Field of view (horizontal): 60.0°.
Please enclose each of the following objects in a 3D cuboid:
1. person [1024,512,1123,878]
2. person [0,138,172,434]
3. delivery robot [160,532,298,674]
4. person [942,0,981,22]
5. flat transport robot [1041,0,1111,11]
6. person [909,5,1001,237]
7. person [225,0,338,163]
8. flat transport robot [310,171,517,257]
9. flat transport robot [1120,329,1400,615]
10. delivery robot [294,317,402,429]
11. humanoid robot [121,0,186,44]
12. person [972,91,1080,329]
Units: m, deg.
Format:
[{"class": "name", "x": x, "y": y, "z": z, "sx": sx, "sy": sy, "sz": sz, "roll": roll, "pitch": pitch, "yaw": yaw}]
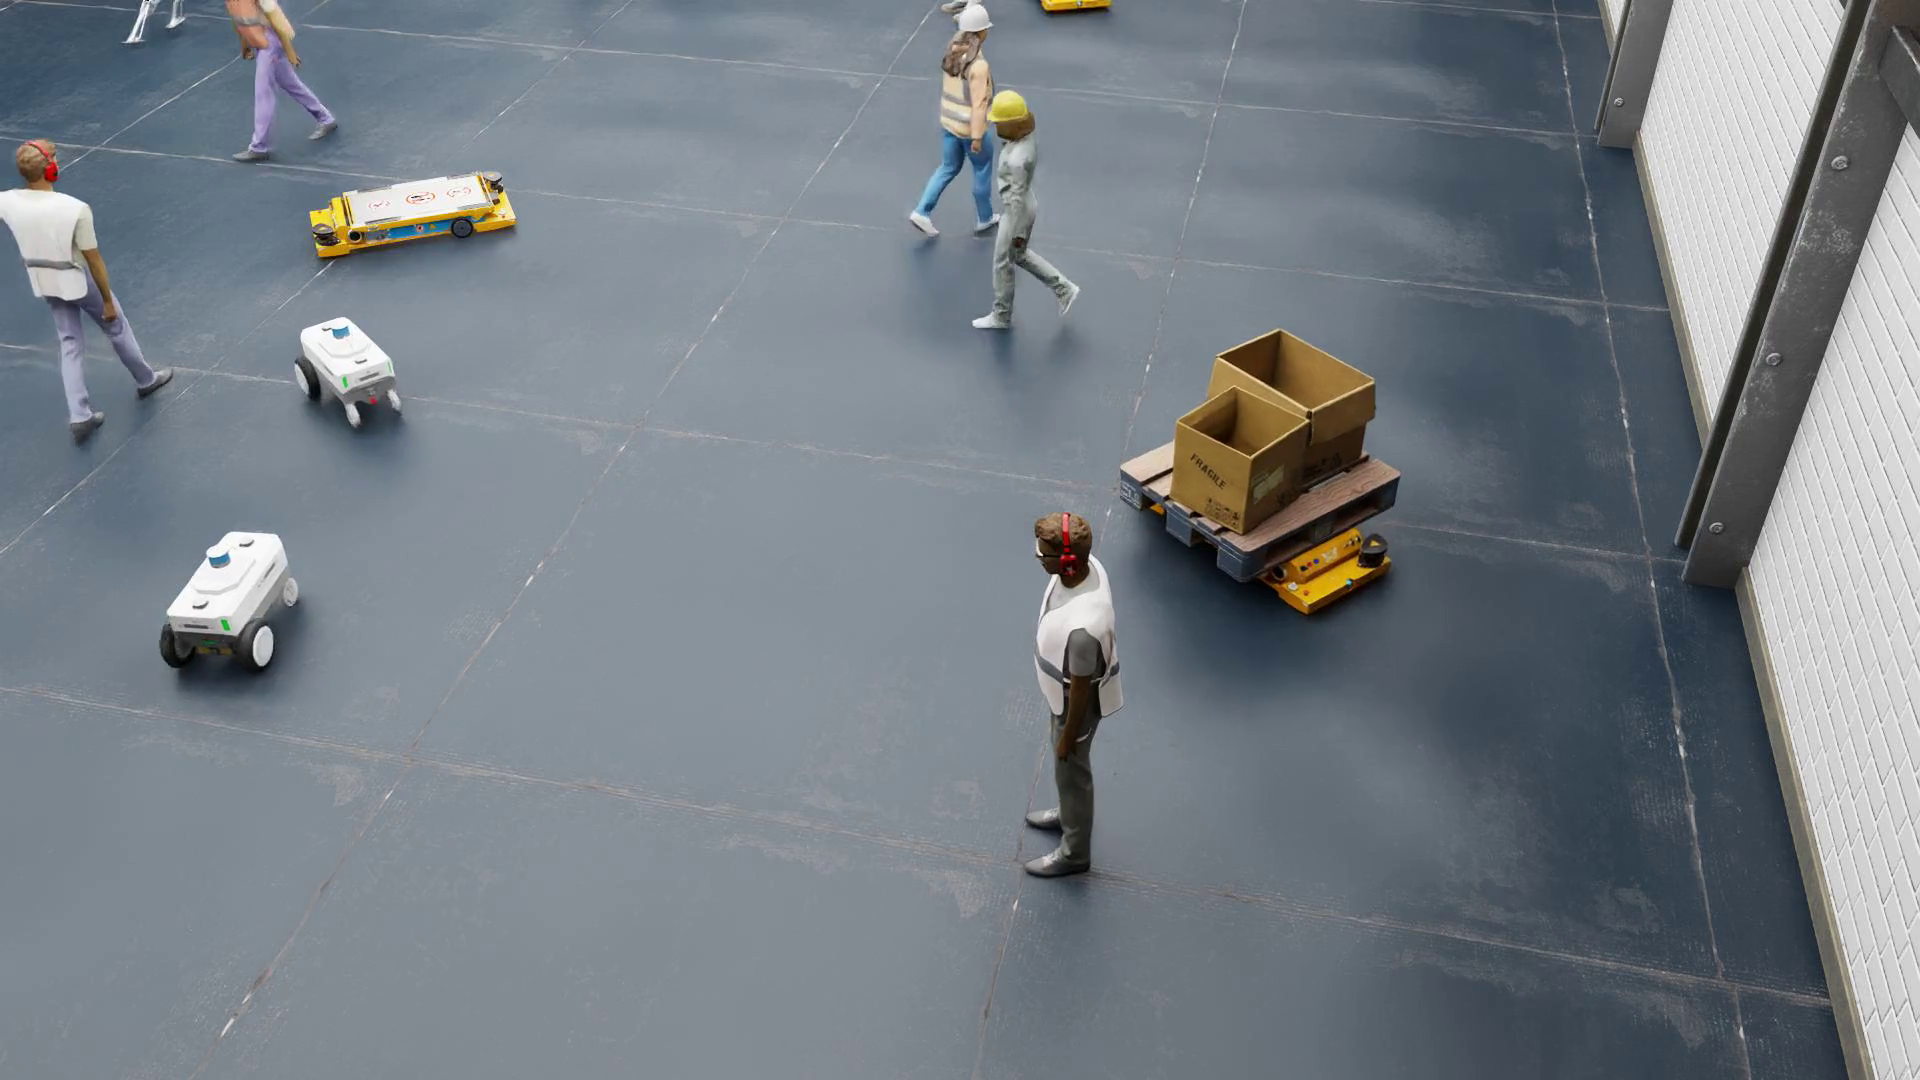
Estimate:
[{"class": "person", "x": 0.481, "y": 0.655, "z": 7.041, "sx": 0.404, "sy": 1.832, "sz": 0.566, "roll": -1, "pitch": 37, "yaw": -1}, {"class": "person", "x": -5.307, "y": -1.541, "z": 9.989, "sx": 0.573, "sy": 1.809, "sz": 0.833, "roll": 4, "pitch": 37, "yaw": 5}, {"class": "delivery robot", "x": -3.761, "y": 0.318, "z": 8.571, "sx": 0.499, "sy": 0.614, "sz": 0.802, "roll": 4, "pitch": 37, "yaw": 5}, {"class": "person", "x": 0.040, "y": -5.887, "z": 15.747, "sx": 0.342, "sy": 1.882, "sz": 0.585, "roll": -13, "pitch": 39, "yaw": -16}, {"class": "flat transport robot", "x": 1.015, "y": -5.696, "z": 16.840, "sx": 0.659, "sy": 0.231, "sz": 1.431, "roll": -8, "pitch": 37, "yaw": -10}, {"class": "person", "x": -0.017, "y": -2.992, "z": 12.027, "sx": 0.732, "sy": 1.693, "sz": 0.495, "roll": -27, "pitch": 45, "yaw": -31}, {"class": "person", "x": -5.540, "y": -3.956, "z": 13.263, "sx": 0.947, "sy": 1.774, "sz": 0.604, "roll": -31, "pitch": 47, "yaw": -34}, {"class": "flat transport robot", "x": -4.120, "y": -2.455, "z": 12.504, "sx": 1.431, "sy": 0.231, "sz": 0.659, "roll": -13, "pitch": 39, "yaw": -17}, {"class": "flat transport robot", "x": 1.677, "y": -0.122, "z": 9.382, "sx": 0.659, "sy": 0.231, "sz": 1.431, "roll": -24, "pitch": 43, "yaw": -29}, {"class": "delivery robot", "x": -3.846, "y": -1.103, "z": 10.454, "sx": 0.499, "sy": 0.592, "sz": 0.774, "roll": -26, "pitch": 44, "yaw": -30}, {"class": "humanoid robot", "x": -7.521, "y": -5.452, "z": 15.281, "sx": 0.536, "sy": 1.739, "sz": 0.982, "roll": 12, "pitch": 38, "yaw": 16}, {"class": "person", "x": 0.438, "y": -2.121, "z": 10.847, "sx": 0.649, "sy": 1.707, "sz": 0.529, "roll": 5, "pitch": 37, "yaw": 6}]
